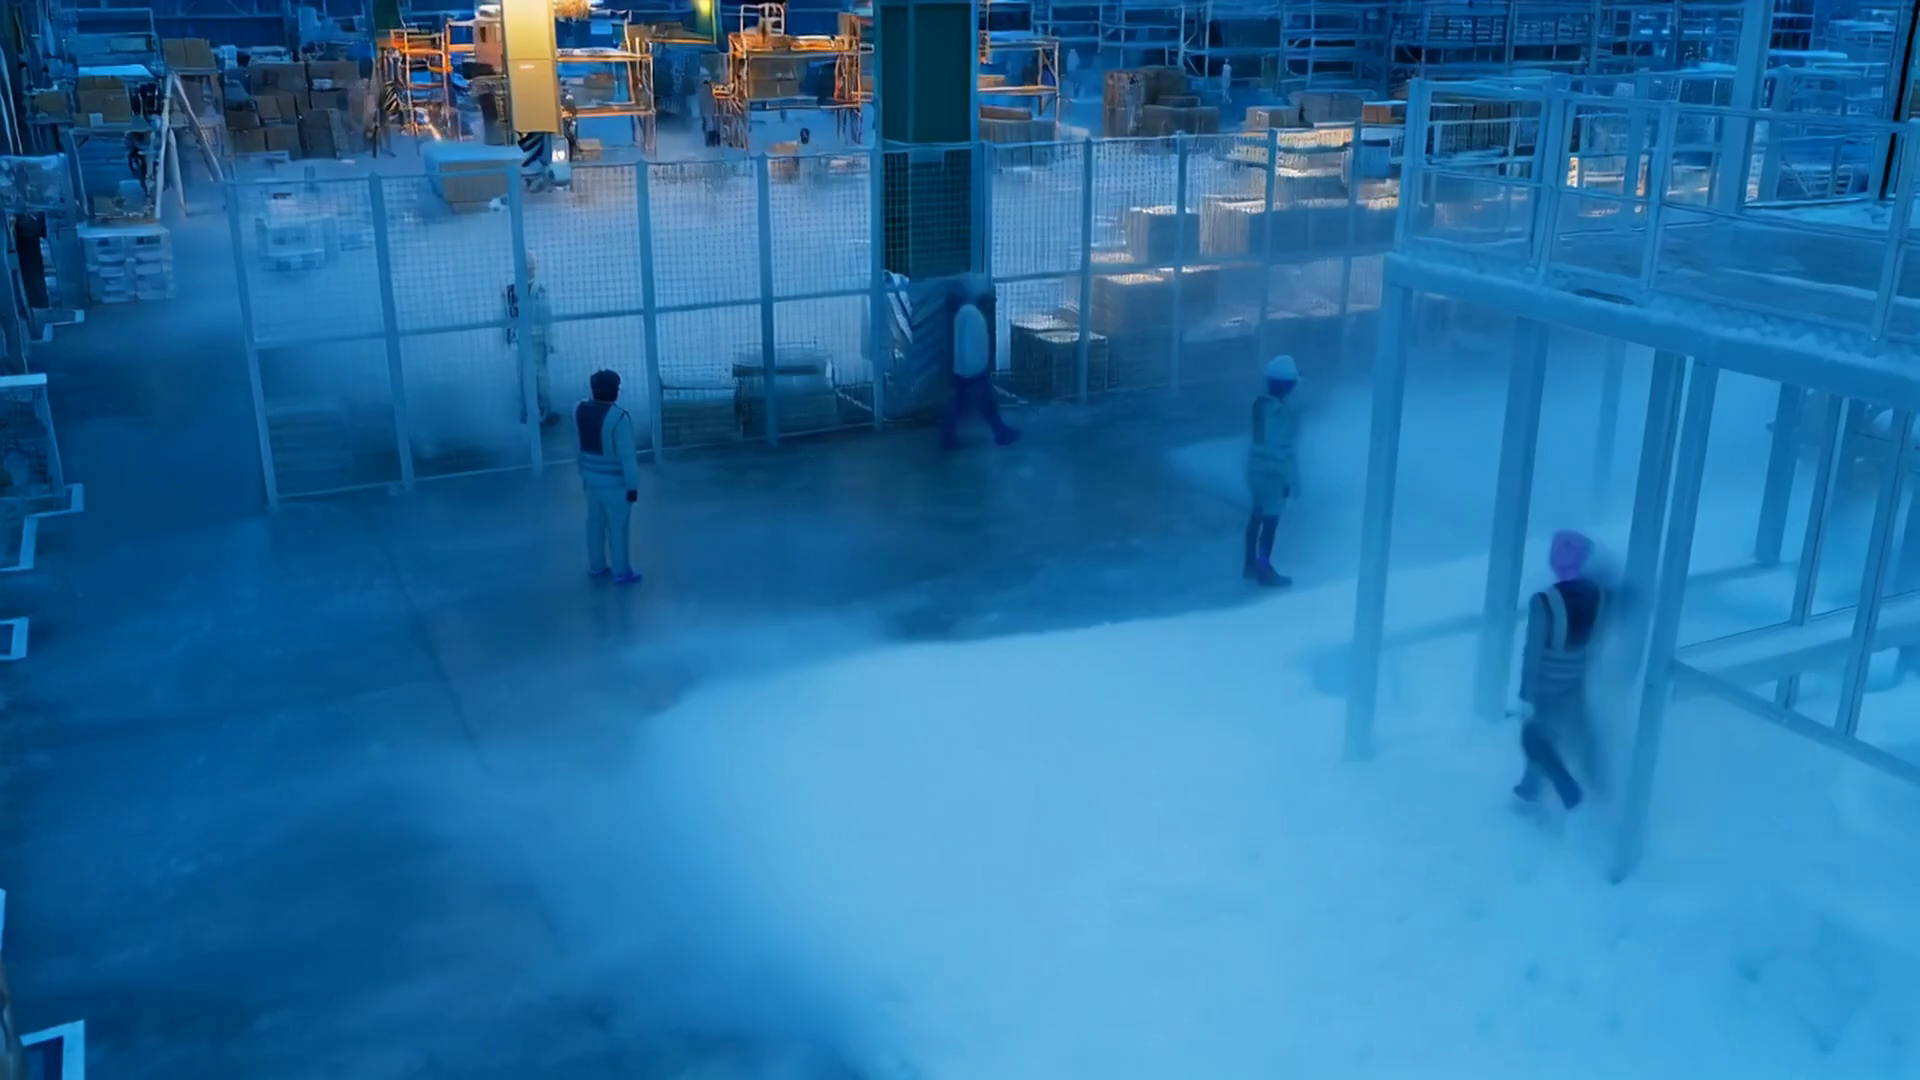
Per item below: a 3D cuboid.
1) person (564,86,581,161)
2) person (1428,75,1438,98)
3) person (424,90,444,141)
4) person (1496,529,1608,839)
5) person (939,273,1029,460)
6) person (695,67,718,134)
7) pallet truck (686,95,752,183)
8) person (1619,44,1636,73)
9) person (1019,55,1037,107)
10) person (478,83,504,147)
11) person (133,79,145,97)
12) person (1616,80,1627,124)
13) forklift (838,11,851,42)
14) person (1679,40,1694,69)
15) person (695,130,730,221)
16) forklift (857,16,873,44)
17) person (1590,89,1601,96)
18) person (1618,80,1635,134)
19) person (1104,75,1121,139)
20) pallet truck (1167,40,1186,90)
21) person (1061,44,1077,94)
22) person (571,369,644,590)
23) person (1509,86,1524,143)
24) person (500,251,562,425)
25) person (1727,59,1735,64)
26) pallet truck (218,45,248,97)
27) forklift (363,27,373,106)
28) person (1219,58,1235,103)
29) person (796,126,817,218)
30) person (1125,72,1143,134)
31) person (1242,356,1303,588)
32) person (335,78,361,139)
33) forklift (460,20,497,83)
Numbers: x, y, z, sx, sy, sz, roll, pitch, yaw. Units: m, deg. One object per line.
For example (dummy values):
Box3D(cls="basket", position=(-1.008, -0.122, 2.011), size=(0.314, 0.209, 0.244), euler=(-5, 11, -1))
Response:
Box3D(cls="person", position=(-10.260, -11.032, 44.089), size=(0.364, 1.928, 0.587), euler=(-4, 19, -10))
Box3D(cls="person", position=(15.138, -14.146, 53.594), size=(0.519, 1.608, 0.762), euler=(4, 20, 13))
Box3D(cls="person", position=(-14.648, -11.724, 46.503), size=(0.863, 1.664, 0.526), euler=(11, 22, 30))
Box3D(cls="person", position=(3.542, 0.848, 9.757), size=(0.583, 1.863, 0.752), euler=(-10, 22, -27))
Box3D(cls="person", position=(0.229, -1.788, 17.252), size=(0.990, 1.946, 0.654), euler=(-7, 20, -20))
Box3D(cls="person", position=(-7.783, -13.455, 50.942), size=(0.684, 2.000, 0.535), euler=(2, 19, 7))
Box3D(cls="pallet truck", position=(-5.836, -9.608, 39.856), size=(0.823, 1.965, 1.885), euler=(10, 22, 27))
Box3D(cls="person", position=(31.568, -22.831, 78.513), size=(0.925, 1.783, 0.613), euler=(-8, 21, -23))
Box3D(cls="person", position=(2.472, -16.597, 60.286), size=(0.648, 1.887, 1.011), euler=(-1, 19, -2))
Box3D(cls="person", position=(-12.798, -11.506, 45.494), size=(0.655, 1.900, 0.911), euler=(7, 20, 20))
Box3D(cls="person", position=(-25.340, -13.404, 51.415), size=(0.518, 1.633, 0.314), euler=(6, 20, 18))
Box3D(cls="person", position=(21.582, -14.327, 54.143), size=(0.765, 1.586, 0.554), euler=(-11, 22, -28))
Box3D(cls="forklift", position=(-5.778, -25.034, 83.240), size=(1.873, 2.768, 1.129), euler=(-9, 21, -25))
Box3D(cls="person", position=(33.784, -22.392, 77.404), size=(0.785, 1.667, 0.546), euler=(-15, 24, -38))
Box3D(cls="person", position=(-5.012, -7.406, 33.781), size=(0.638, 1.793, 0.957), euler=(-7, 20, -19))
Box3D(cls="forklift", position=(-4.147, -22.342, 75.435), size=(1.129, 2.768, 1.873), euler=(-10, 21, -26))
Box3D(cls="person", position=(16.442, -10.772, 43.385), size=(0.907, 1.891, 0.567), euler=(-3, 19, -8))
Box3D(cls="person", position=(19.788, -12.838, 49.335), size=(0.570, 1.920, 0.430), euler=(0, 19, 1))
Box3D(cls="person", position=(4.552, -12.960, 49.786), size=(0.510, 1.860, 0.333), euler=(7, 20, 20))
Box3D(cls="pallet truck", position=(9.045, -19.971, 69.895), size=(0.823, 1.965, 1.885), euler=(-3, 19, -8))
Box3D(cls="person", position=(4.554, -19.049, 67.270), size=(0.881, 1.960, 0.617), euler=(14, 24, 35))
Box3D(cls="person", position=(-2.896, -0.505, 13.725), size=(0.623, 1.835, 0.431), euler=(12, 23, 32))
Box3D(cls="person", position=(14.777, -11.159, 44.481), size=(1.011, 1.912, 0.610), euler=(13, 23, 34))
Box3D(cls="person", position=(-4.818, -2.255, 18.621), size=(0.605, 1.943, 0.402), euler=(7, 20, 19))
Box3D(cls="person", position=(26.420, -15.571, 57.254), size=(0.397, 1.920, 0.571), euler=(-11, 22, -29))
Box3D(cls="pallet truck", position=(-28.879, -18.665, 66.111), size=(0.823, 1.965, 1.885), euler=(-3, 19, -9))
Box3D(cls="forklift", position=(-21.546, -17.465, 61.298), size=(1.873, 2.768, 1.129), euler=(-9, 21, -25))
Box3D(cls="person", position=(10.110, -17.327, 62.723), size=(0.533, 1.672, 0.776), euler=(-17, 25, -40))
Box3D(cls="person", position=(-3.157, -7.531, 34.046), size=(0.560, 1.853, 0.454), euler=(8, 21, 22))
Box3D(cls="person", position=(5.372, -13.478, 51.271), size=(0.566, 1.867, 0.581), euler=(-18, 26, -41))
Box3D(cls="person", position=(2.593, -0.569, 13.744), size=(0.376, 1.936, 0.549), euler=(-5, 20, -13))
Box3D(cls="person", position=(-17.815, -12.398, 48.122), size=(1.006, 1.878, 0.587), euler=(8, 20, 21))
Box3D(cls="forklift", position=(-19.846, -20.244, 69.354), size=(1.129, 2.768, 1.873), euler=(13, 23, 33))
